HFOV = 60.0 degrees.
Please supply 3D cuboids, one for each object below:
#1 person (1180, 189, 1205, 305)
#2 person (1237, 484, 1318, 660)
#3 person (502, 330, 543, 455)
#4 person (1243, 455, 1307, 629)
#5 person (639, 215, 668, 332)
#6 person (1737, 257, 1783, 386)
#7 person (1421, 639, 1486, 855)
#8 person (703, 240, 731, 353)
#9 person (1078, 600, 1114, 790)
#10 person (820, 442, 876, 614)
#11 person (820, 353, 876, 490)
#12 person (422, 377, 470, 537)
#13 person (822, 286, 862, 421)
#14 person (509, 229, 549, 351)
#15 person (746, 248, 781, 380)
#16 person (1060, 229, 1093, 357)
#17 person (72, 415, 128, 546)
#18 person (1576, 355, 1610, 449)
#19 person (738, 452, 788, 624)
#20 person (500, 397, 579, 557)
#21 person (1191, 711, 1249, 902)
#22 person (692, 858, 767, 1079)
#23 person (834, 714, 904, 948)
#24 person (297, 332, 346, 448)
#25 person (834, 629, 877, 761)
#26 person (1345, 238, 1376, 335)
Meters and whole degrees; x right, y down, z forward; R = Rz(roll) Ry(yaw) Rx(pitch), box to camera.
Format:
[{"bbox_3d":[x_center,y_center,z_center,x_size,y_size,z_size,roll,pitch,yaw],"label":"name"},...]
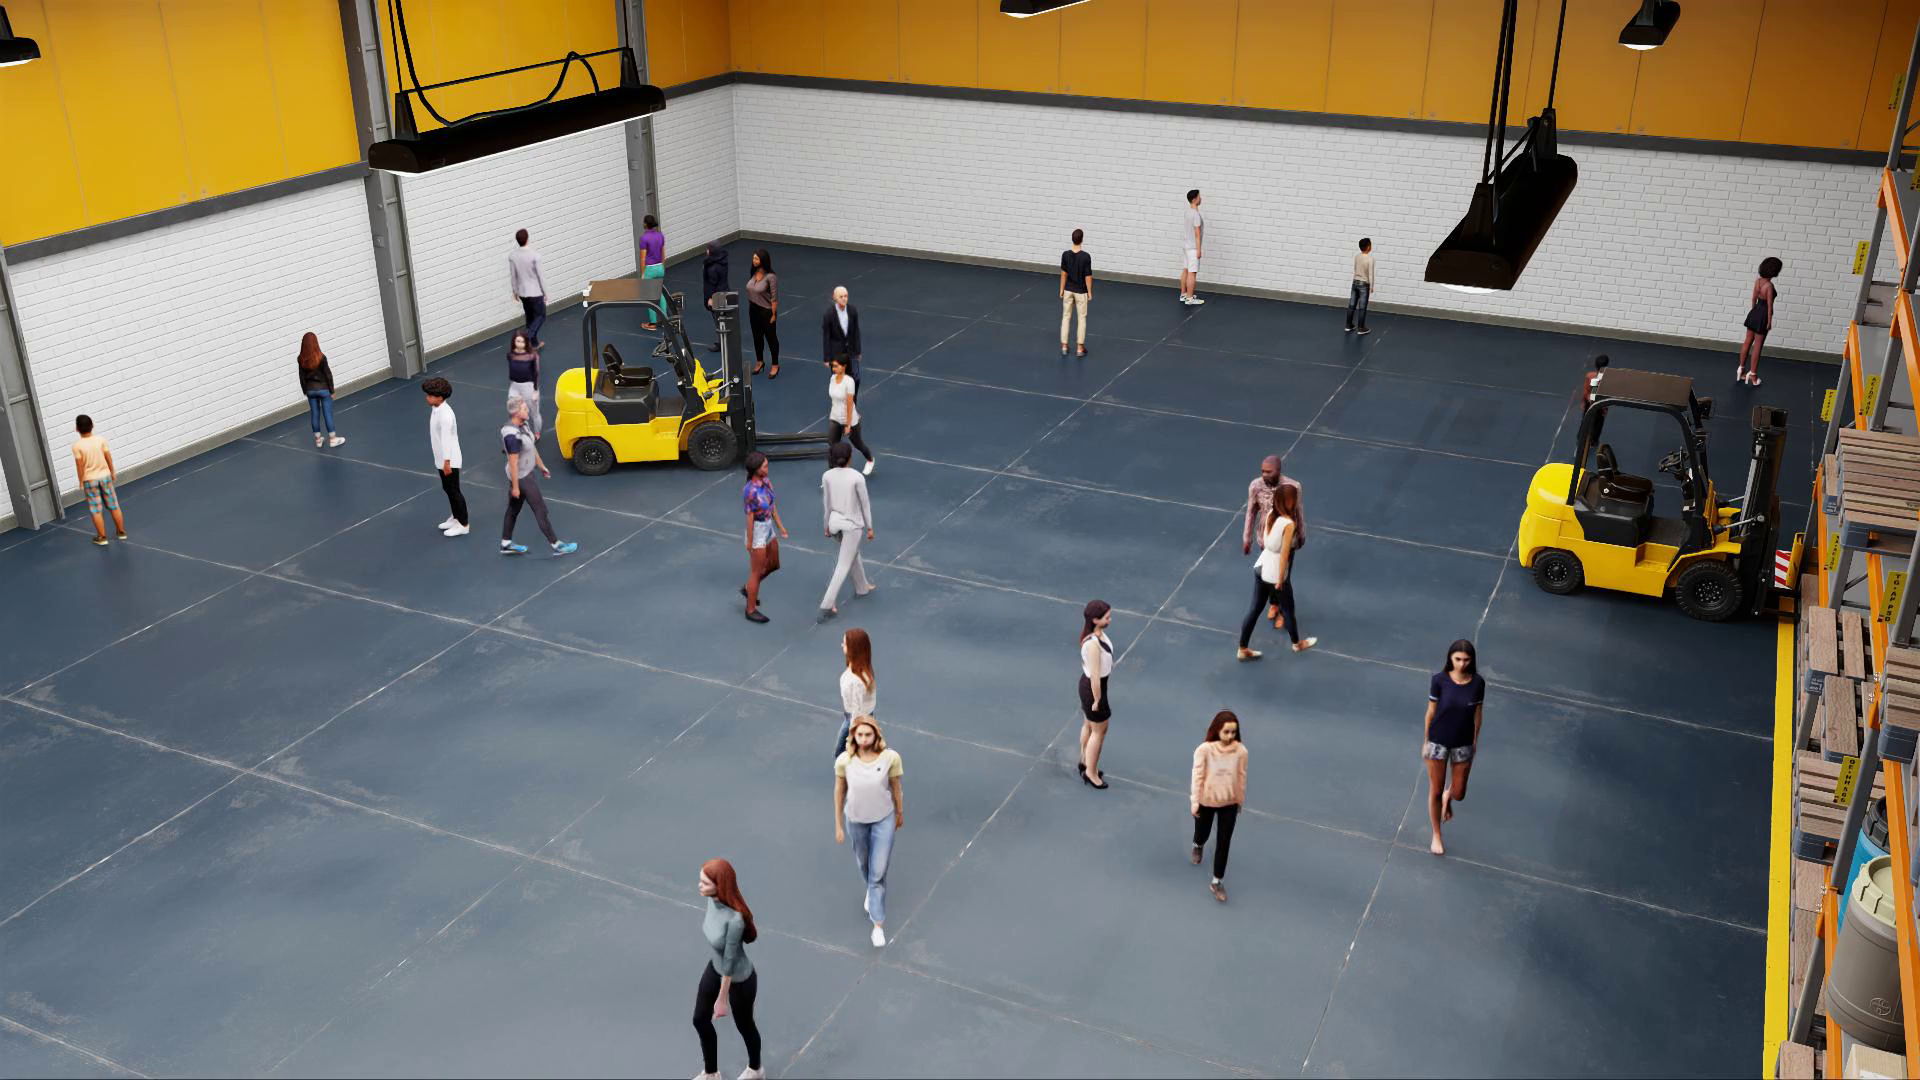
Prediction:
[{"bbox_3d":[3.768,-4.775,27.039,0.826,1.855,0.738,-6,24,-13],"label":"person"},{"bbox_3d":[2.823,0.334,15.483,1.104,1.751,1.006,-11,26,-24],"label":"person"},{"bbox_3d":[-5.386,-1.845,20.713,0.754,1.554,1.119,7,24,15],"label":"person"},{"bbox_3d":[3.149,-0.033,16.304,0.702,1.764,0.736,6,24,14],"label":"person"},{"bbox_3d":[-4.741,-4.147,25.711,0.729,1.769,0.570,18,29,35],"label":"person"},{"bbox_3d":[11.151,-3.062,23.207,0.727,1.787,0.648,-4,24,-9],"label":"person"},{"bbox_3d":[3.742,1.532,12.737,0.678,1.754,0.822,4,24,10],"label":"person"},{"bbox_3d":[-3.578,-3.621,24.626,0.784,1.674,0.658,5,24,12],"label":"person"},{"bbox_3d":[1.071,1.228,13.564,0.681,1.650,0.560,0,24,1],"label":"person"},{"bbox_3d":[-1.168,-0.088,16.517,0.723,1.696,1.163,14,27,29],"label":"person"},{"bbox_3d":[-1.298,-1.424,19.681,0.792,1.608,1.189,19,30,36],"label":"person"},{"bbox_3d":[-5.645,-0.934,18.315,0.750,1.806,0.707,-11,26,-23],"label":"person"},{"bbox_3d":[-1.576,-2.481,21.870,0.829,1.793,0.900,-10,26,-22],"label":"person"},{"bbox_3d":[-6.344,-3.622,24.425,0.778,1.836,1.050,6,24,14],"label":"person"},{"bbox_3d":[-2.768,-3.208,23.472,0.688,1.842,0.658,16,28,33],"label":"person"},{"bbox_3d":[1.707,-3.645,24.459,0.628,1.852,0.536,10,26,22],"label":"person"},{"bbox_3d":[-9.412,-0.668,18.136,0.513,1.461,0.645,-22,32,-40],"label":"person"},{"bbox_3d":[7.907,-1.691,20.759,0.658,1.236,0.891,18,30,36],"label":"person"},{"bbox_3d":[-2.030,-0.048,16.390,0.689,1.725,0.696,11,26,23],"label":"person"},{"bbox_3d":[-4.756,-0.639,17.664,1.130,1.787,1.151,-4,24,-9],"label":"person"},{"bbox_3d":[1.878,1.900,12.252,0.787,1.469,0.932,-1,24,-3],"label":"person"},{"bbox_3d":[-1.319,2.670,10.167,0.872,1.728,0.780,-14,27,-30],"label":"person"},{"bbox_3d":[-0.645,1.956,11.851,0.944,1.687,1.159,-1,24,-1],"label":"person"},{"bbox_3d":[-8.083,-1.900,20.928,0.629,1.483,0.617,0,24,1],"label":"person"},{"bbox_3d":[-0.694,1.457,12.956,0.770,1.717,0.673,-1,24,-3],"label":"person"},{"bbox_3d":[6.160,-3.910,25.556,0.620,1.459,0.609,-17,29,-34],"label":"person"}]
